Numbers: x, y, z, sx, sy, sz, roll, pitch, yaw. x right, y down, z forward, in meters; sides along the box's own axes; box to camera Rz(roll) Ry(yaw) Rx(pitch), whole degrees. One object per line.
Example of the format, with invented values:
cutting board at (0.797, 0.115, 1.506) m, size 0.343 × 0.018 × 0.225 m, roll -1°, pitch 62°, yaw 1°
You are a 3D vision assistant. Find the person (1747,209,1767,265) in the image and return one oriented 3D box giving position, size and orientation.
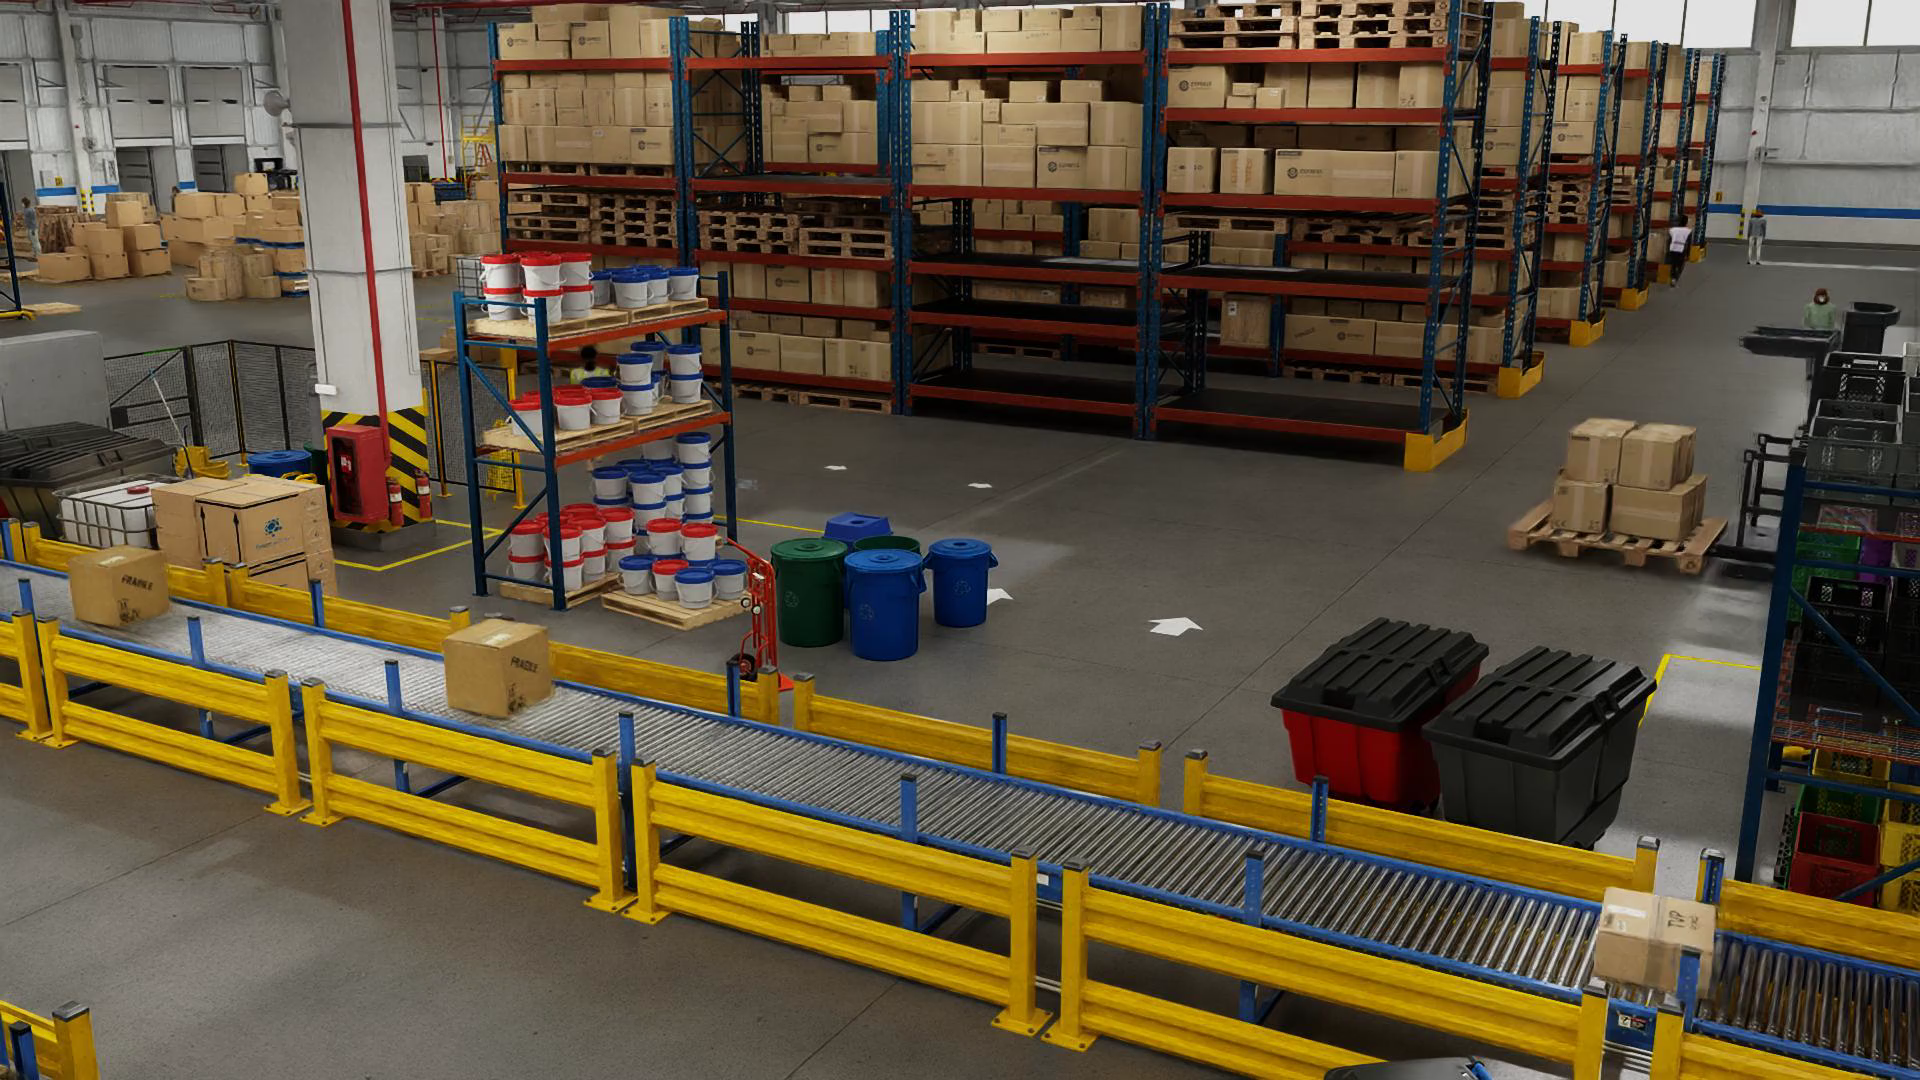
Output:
person at (23.513, -8.944, 49.111) m, size 0.507 × 1.631 × 0.277 m, roll 9°, pitch 17°, yaw 30°

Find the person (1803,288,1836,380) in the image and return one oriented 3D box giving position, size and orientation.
person at (14.940, -3.583, 28.980) m, size 0.500 × 1.625 × 0.347 m, roll 6°, pitch 16°, yaw 22°

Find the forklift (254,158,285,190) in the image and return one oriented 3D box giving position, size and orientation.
forklift at (-23.549, -11.670, 56.970) m, size 1.873 × 2.768 × 1.129 m, roll 8°, pitch 17°, yaw 27°

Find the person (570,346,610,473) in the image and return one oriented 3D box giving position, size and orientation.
person at (-4.892, -1.776, 22.111) m, size 0.540 × 1.673 × 0.788 m, roll -4°, pitch 15°, yaw -13°

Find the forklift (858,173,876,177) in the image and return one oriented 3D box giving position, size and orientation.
forklift at (-3.506, -13.649, 64.411) m, size 1.129 × 2.768 × 1.873 m, roll 8°, pitch 17°, yaw 28°

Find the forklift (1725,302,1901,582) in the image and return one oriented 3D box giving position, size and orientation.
forklift at (8.928, -0.946, 16.657) m, size 1.873 × 2.768 × 1.129 m, roll 9°, pitch 17°, yaw 31°

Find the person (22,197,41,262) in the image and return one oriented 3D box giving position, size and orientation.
person at (-27.868, -9.308, 49.908) m, size 0.372 × 1.934 × 0.627 m, roll -13°, pitch 20°, yaw -41°

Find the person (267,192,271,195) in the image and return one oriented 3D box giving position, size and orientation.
person at (-24.016, -11.366, 57.692) m, size 0.681 × 1.907 × 0.732 m, roll 2°, pitch 15°, yaw 6°

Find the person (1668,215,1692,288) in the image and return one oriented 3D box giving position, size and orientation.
person at (18.584, -7.449, 43.015) m, size 0.598 × 1.892 × 0.497 m, roll 14°, pitch 20°, yaw 42°

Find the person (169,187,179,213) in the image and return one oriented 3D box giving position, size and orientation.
person at (-27.434, -11.485, 58.368) m, size 0.514 × 1.786 × 1.016 m, roll -3°, pitch 15°, yaw -13°

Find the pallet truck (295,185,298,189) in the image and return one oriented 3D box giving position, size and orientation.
pallet truck at (-26.804, -14.617, 69.738) m, size 1.885 × 1.965 × 0.823 m, roll -14°, pitch 20°, yaw -42°
